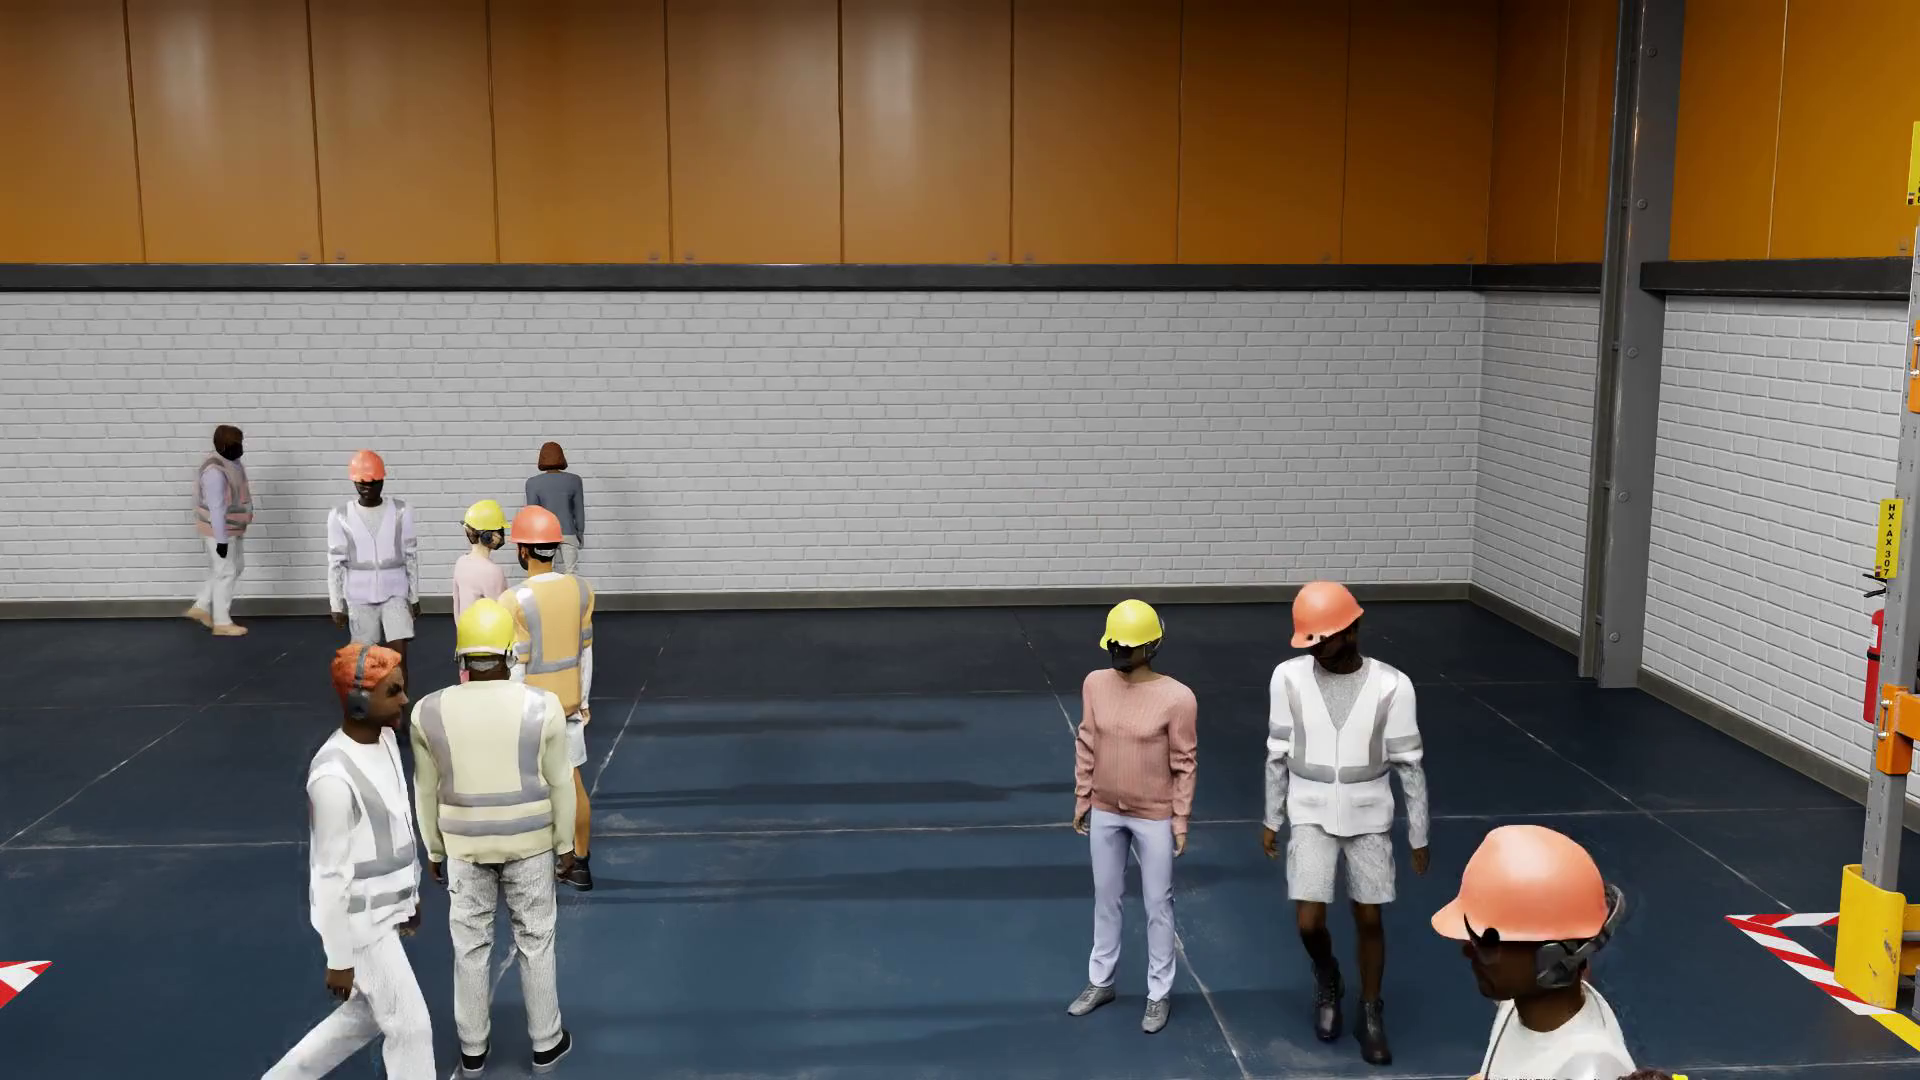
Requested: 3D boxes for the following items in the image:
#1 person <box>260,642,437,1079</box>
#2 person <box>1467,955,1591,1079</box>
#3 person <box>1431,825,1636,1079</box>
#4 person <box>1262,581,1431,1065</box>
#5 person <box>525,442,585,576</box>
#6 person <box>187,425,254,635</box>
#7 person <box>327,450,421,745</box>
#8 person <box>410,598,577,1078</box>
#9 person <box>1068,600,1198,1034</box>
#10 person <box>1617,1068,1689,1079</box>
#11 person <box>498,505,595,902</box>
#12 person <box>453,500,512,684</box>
[{"bbox_3d":[-2.021,1.245,5.494,0.831,1.860,0.589,-1,9,-7],"label":"person"},{"bbox_3d":[1.283,1.627,3.753,0.307,1.639,0.525,2,9,11],"label":"person"},{"bbox_3d":[1.087,1.526,3.280,0.832,2.008,0.626,2,9,13],"label":"person"},{"bbox_3d":[1.475,1.084,6.358,0.646,1.897,0.450,2,9,14],"label":"person"},{"bbox_3d":[-3.430,-0.019,14.110,0.504,1.631,0.279,-5,11,-31],"label":"person"},{"bbox_3d":[-6.235,-0.073,13.944,0.614,1.802,0.673,-1,9,-9],"label":"person"},{"bbox_3d":[-3.761,0.383,10.719,0.565,1.906,0.794,-4,10,-22],"label":"person"},{"bbox_3d":[-1.740,1.125,6.290,0.588,1.837,0.404,-1,9,-6],"label":"person"},{"bbox_3d":[0.689,1.100,6.694,0.523,1.761,0.328,6,11,31],"label":"person"},{"bbox_3d":[0.991,1.703,2.615,0.809,1.842,0.565,4,10,21],"label":"person"},{"bbox_3d":[-2.017,0.795,8.043,0.357,1.936,0.551,6,11,34],"label":"person"},{"bbox_3d":[-2.692,0.651,9.490,0.331,1.767,0.527,-8,12,-41],"label":"person"}]
